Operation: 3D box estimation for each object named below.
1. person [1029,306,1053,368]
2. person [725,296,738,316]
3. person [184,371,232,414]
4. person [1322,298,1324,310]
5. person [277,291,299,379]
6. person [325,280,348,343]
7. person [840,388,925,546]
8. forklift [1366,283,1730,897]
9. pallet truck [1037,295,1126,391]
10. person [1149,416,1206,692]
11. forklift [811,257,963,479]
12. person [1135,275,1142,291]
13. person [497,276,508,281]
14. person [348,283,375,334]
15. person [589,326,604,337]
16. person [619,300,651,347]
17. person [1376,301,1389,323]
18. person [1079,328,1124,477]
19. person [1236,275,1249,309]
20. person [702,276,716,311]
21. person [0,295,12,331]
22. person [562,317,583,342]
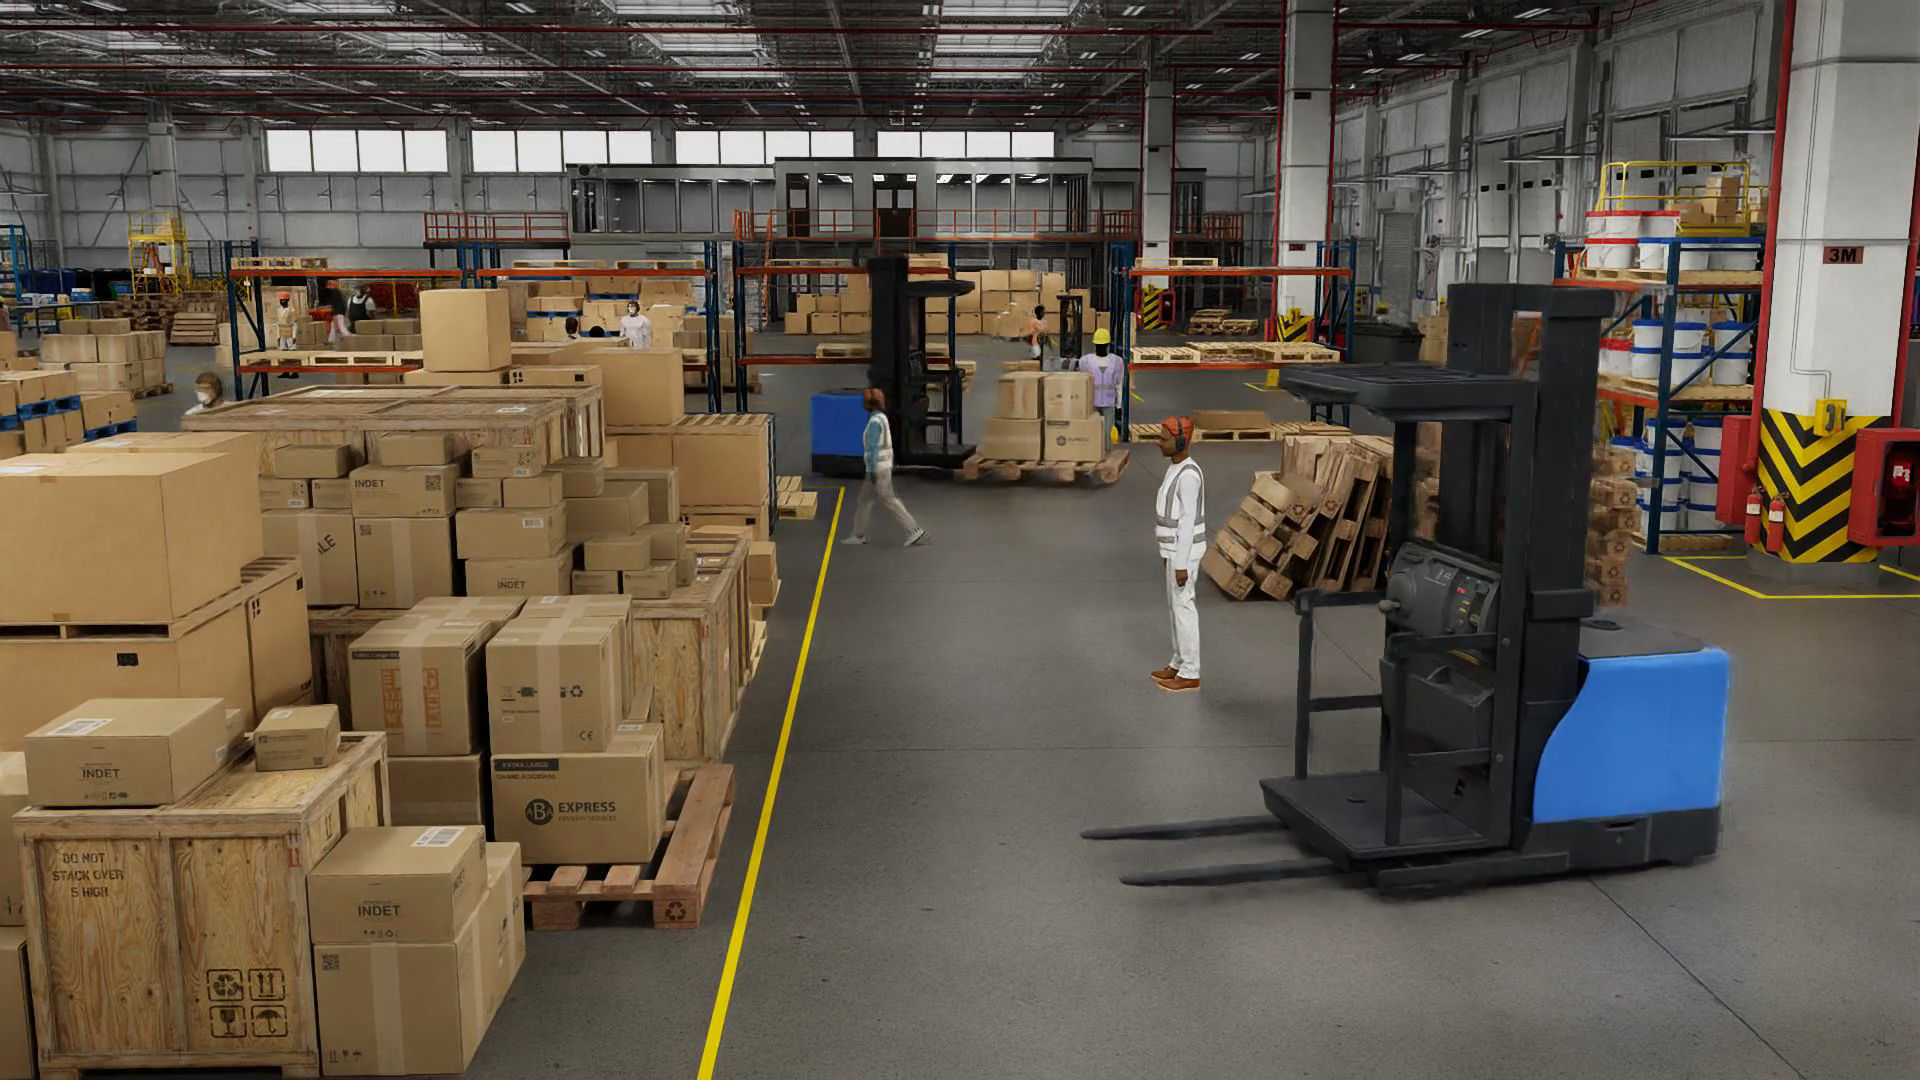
[{"bbox_3d":[1.768,-4.184,35.698,0.848,1.656,0.538,8,13,38],"label":"person"},{"bbox_3d":[-4.879,-4.373,36.142,0.324,1.876,0.526,6,12,29],"label":"person"},{"bbox_3d":[-6.435,-0.526,14.558,0.639,1.926,0.606,1,10,5],"label":"person"},{"bbox_3d":[9.193,-5.696,43.311,0.601,1.948,0.386,1,10,6],"label":"person"},{"bbox_3d":[-14.965,-4.552,36.956,0.545,1.942,0.353,4,11,23],"label":"person"},{"bbox_3d":[-18.095,-6.548,48.120,0.852,1.927,0.676,-4,11,-20],"label":"person"},{"bbox_3d":[-0.758,-0.723,16.592,0.820,1.603,0.524,0,10,0],"label":"person"},{"bbox_3d":[2.700,0.151,8.137,1.873,2.768,1.129,-2,10,-13],"label":"forklift"},{"bbox_3d":[2.483,-3.881,33.060,1.885,1.965,0.823,-7,13,-36],"label":"pallet truck"},{"bbox_3d":[1.488,0.093,11.274,0.351,1.878,0.569,0,10,1],"label":"person"},{"bbox_3d":[-0.919,-2.245,21.487,1.873,2.768,1.129,2,10,11],"label":"forklift"},{"bbox_3d":[7.223,-9.656,65.769,0.657,1.807,0.721,-3,11,-14],"label":"person"},{"bbox_3d":[-20.124,-11.014,73.159,0.579,1.879,0.360,-5,11,-27],"label":"person"},{"bbox_3d":[-15.089,-5.477,41.829,0.699,2.000,0.999,0,10,2],"label":"person"},{"bbox_3d":[-4.923,-1.930,22.462,0.597,1.908,0.395,3,11,15],"label":"person"},{"bbox_3d":[-6.164,-3.576,31.531,0.637,1.938,0.367,3,11,15],"label":"person"},{"bbox_3d":[9.391,-4.438,36.938,0.830,1.713,0.485,6,12,32],"label":"person"},{"bbox_3d":[1.823,-1.771,21.516,0.588,1.923,0.383,-1,10,-4],"label":"person"},{"bbox_3d":[12.826,-11.470,75.524,0.620,1.945,1.058,-1,10,-7],"label":"person"},{"bbox_3d":[-8.425,-8.023,56.473,1.020,1.888,0.563,-7,12,-35],"label":"person"},{"bbox_3d":[-22.861,-4.948,39.651,0.529,1.767,0.329,1,10,4],"label":"person"},{"bbox_3d":[-6.164,-2.636,26.548,0.345,1.846,0.508,5,11,26],"label":"person"}]
